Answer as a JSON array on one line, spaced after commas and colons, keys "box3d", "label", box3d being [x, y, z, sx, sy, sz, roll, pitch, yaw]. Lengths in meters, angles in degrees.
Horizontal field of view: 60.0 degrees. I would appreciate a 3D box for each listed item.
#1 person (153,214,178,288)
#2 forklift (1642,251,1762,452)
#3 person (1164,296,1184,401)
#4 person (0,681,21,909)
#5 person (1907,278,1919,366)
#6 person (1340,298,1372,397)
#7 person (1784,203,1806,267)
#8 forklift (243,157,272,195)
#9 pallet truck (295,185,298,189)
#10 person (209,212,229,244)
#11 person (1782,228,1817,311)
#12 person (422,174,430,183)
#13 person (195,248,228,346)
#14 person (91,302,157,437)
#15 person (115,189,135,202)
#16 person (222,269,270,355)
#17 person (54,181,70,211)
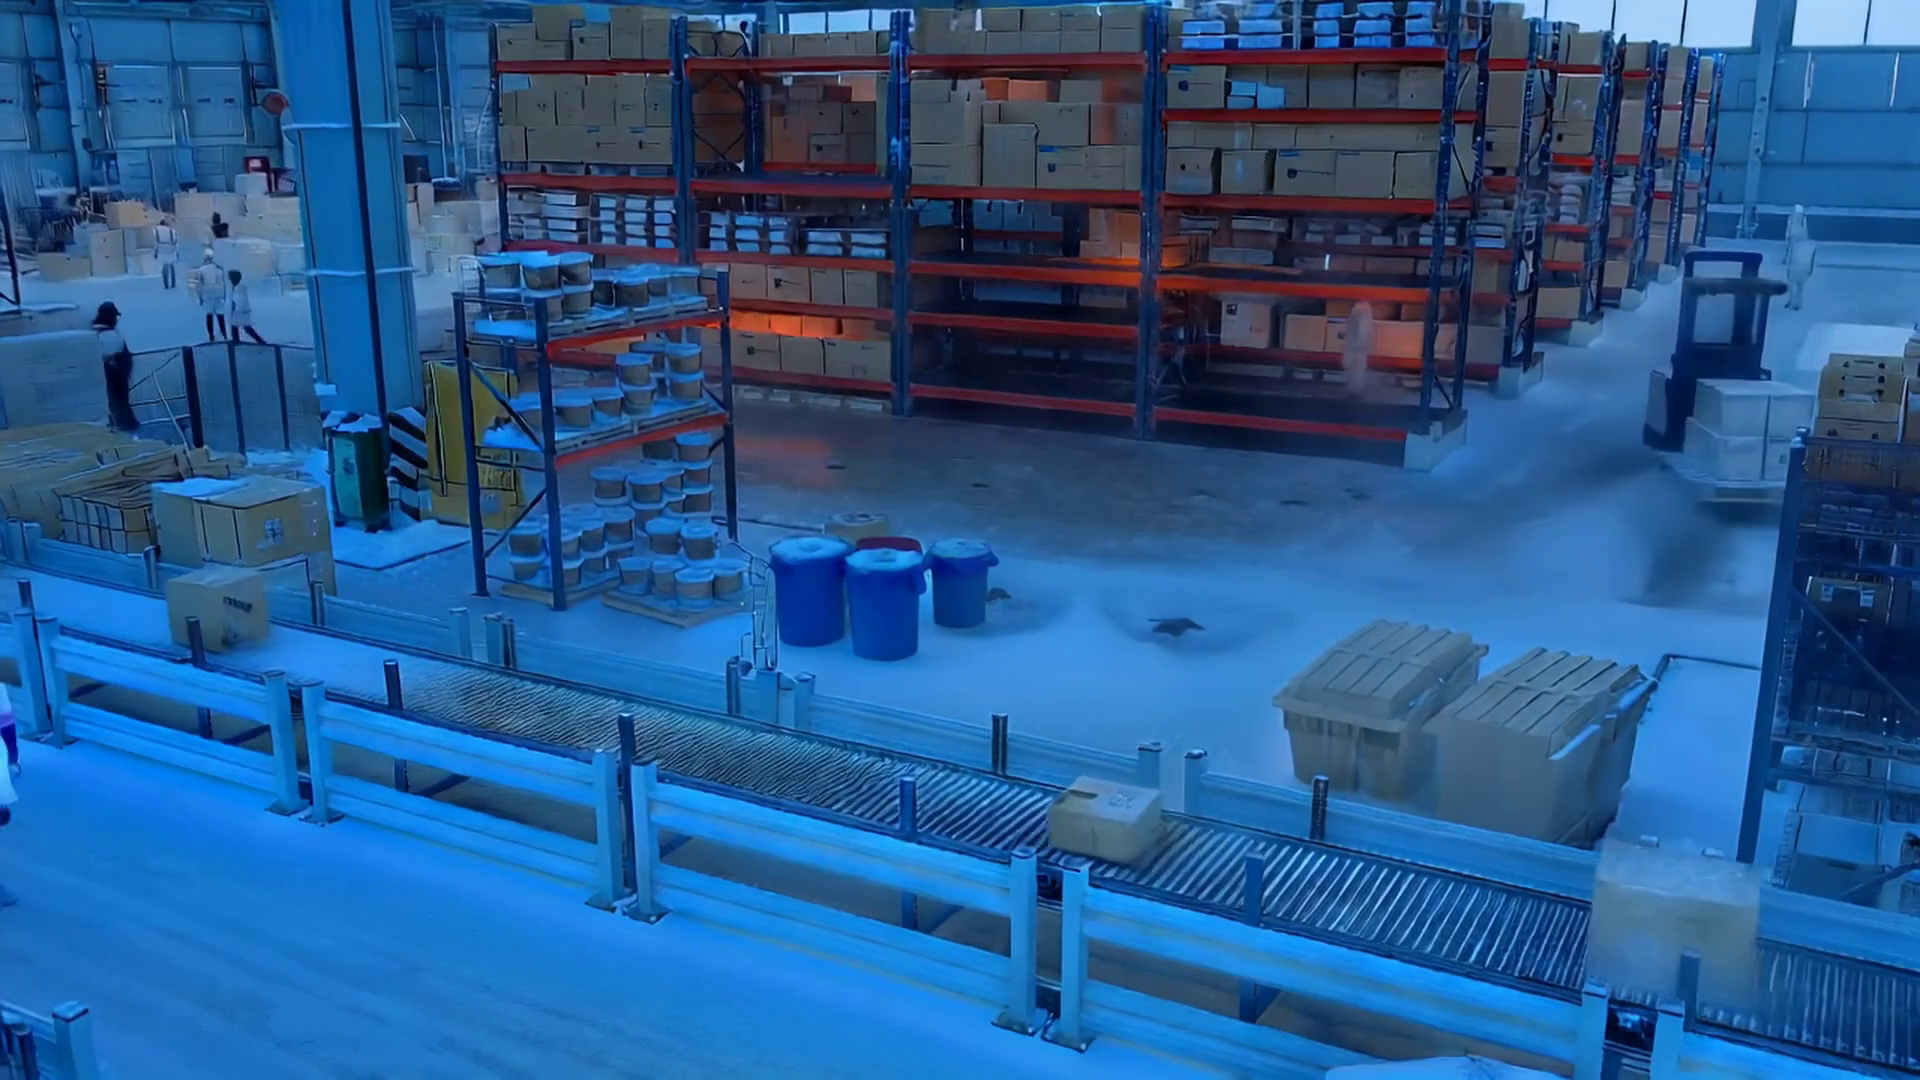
[{"box3d": [-20.519, -7.459, 42.991, 0.549, 1.919, 0.717, -6, 16, -20], "label": "person"}, {"box3d": [10.119, -2.485, 22.442, 1.129, 2.768, 1.873, 2, 15, 7], "label": "forklift"}, {"box3d": [3.469, -3.115, 27.076, 0.316, 1.696, 0.540, -3, 15, -10], "label": "person"}, {"box3d": [-6.068, 1.393, 10.170, 0.670, 1.681, 0.543, 9, 17, 30], "label": "person"}, {"box3d": [17.181, -3.896, 29.638, 0.590, 1.895, 0.485, -6, 16, -23], "label": "person"}, {"box3d": [6.520, -3.280, 27.320, 0.463, 1.888, 0.670, 6, 16, 21], "label": "person"}, {"box3d": [24.317, -8.857, 48.394, 0.430, 1.841, 0.624, -4, 15, -14], "label": "person"}, {"box3d": [-24.385, -11.930, 57.949, 1.129, 2.768, 1.873, 7, 16, 24], "label": "forklift"}, {"box3d": [-26.804, -14.617, 69.738, 1.885, 1.965, 0.823, -14, 20, -42], "label": "pallet truck"}, {"box3d": [-19.515, -7.707, 43.954, 0.411, 1.903, 0.600, 7, 16, 24], "label": "person"}, {"box3d": [19.453, -6.278, 38.598, 0.664, 1.881, 0.663, 1, 15, 5], "label": "person"}, {"box3d": [-21.134, -13.556, 65.998, 0.348, 1.878, 0.579, 6, 16, 21], "label": "person"}, {"box3d": [-14.855, -4.832, 33.072, 0.545, 1.938, 0.355, -6, 16, -21], "label": "person"}, {"box3d": [-11.995, -2.414, 23.784, 0.942, 2.000, 0.708, -13, 19, -39], "label": "person"}, {"box3d": [-27.090, -10.436, 54.146, 0.654, 1.929, 0.460, -7, 16, -24], "label": "person"}, {"box3d": [-13.716, -4.355, 31.825, 0.897, 1.656, 0.533, -2, 15, -7], "label": "person"}, {"box3d": [-31.895, -11.764, 59.126, 0.355, 1.938, 0.636, 3, 15, 10], "label": "person"}]
